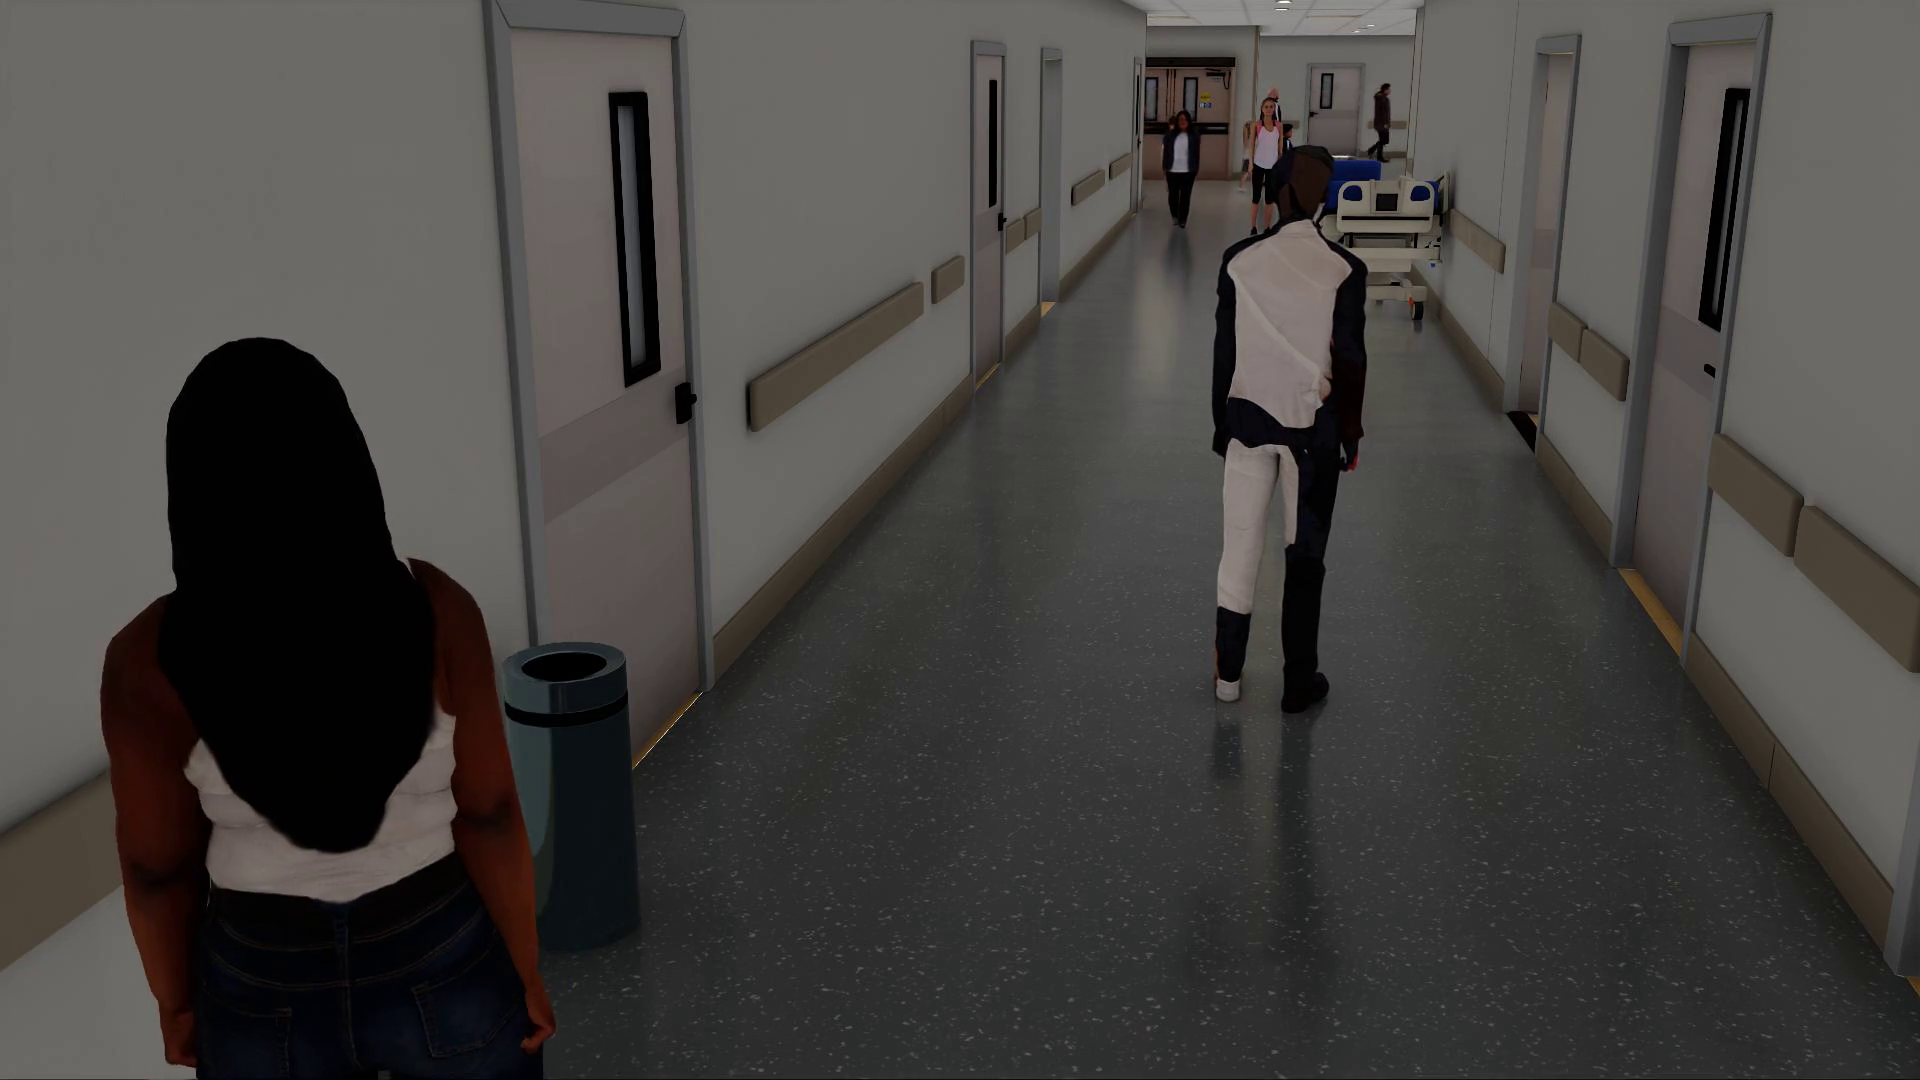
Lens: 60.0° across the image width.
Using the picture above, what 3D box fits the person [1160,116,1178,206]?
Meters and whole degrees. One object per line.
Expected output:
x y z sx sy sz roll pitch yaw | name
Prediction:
3.396 -6.066 26.702 0.856 1.417 0.835 -5 17 -18 | person

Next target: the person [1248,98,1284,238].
4.014 -4.906 21.906 0.546 1.788 0.717 -1 16 -5 | person

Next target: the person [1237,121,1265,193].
5.120 -6.800 29.613 0.948 1.243 0.830 -8 18 -26 | person

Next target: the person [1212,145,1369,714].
1.085 -0.364 5.606 0.619 1.890 0.795 7 17 23 | person

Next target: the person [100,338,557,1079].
-0.800 0.640 2.208 0.724 1.802 0.852 -4 16 -15 | person

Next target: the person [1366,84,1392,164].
9.853 -9.792 39.157 0.902 1.831 0.831 0 16 0 | person

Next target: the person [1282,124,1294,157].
5.818 -6.839 29.803 0.480 1.222 0.521 2 16 5 | person

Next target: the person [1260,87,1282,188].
5.808 -7.550 31.192 0.780 1.837 0.762 -7 17 -24 | person

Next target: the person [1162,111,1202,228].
3.078 -5.150 23.166 0.929 1.573 0.724 3 16 9 | person
